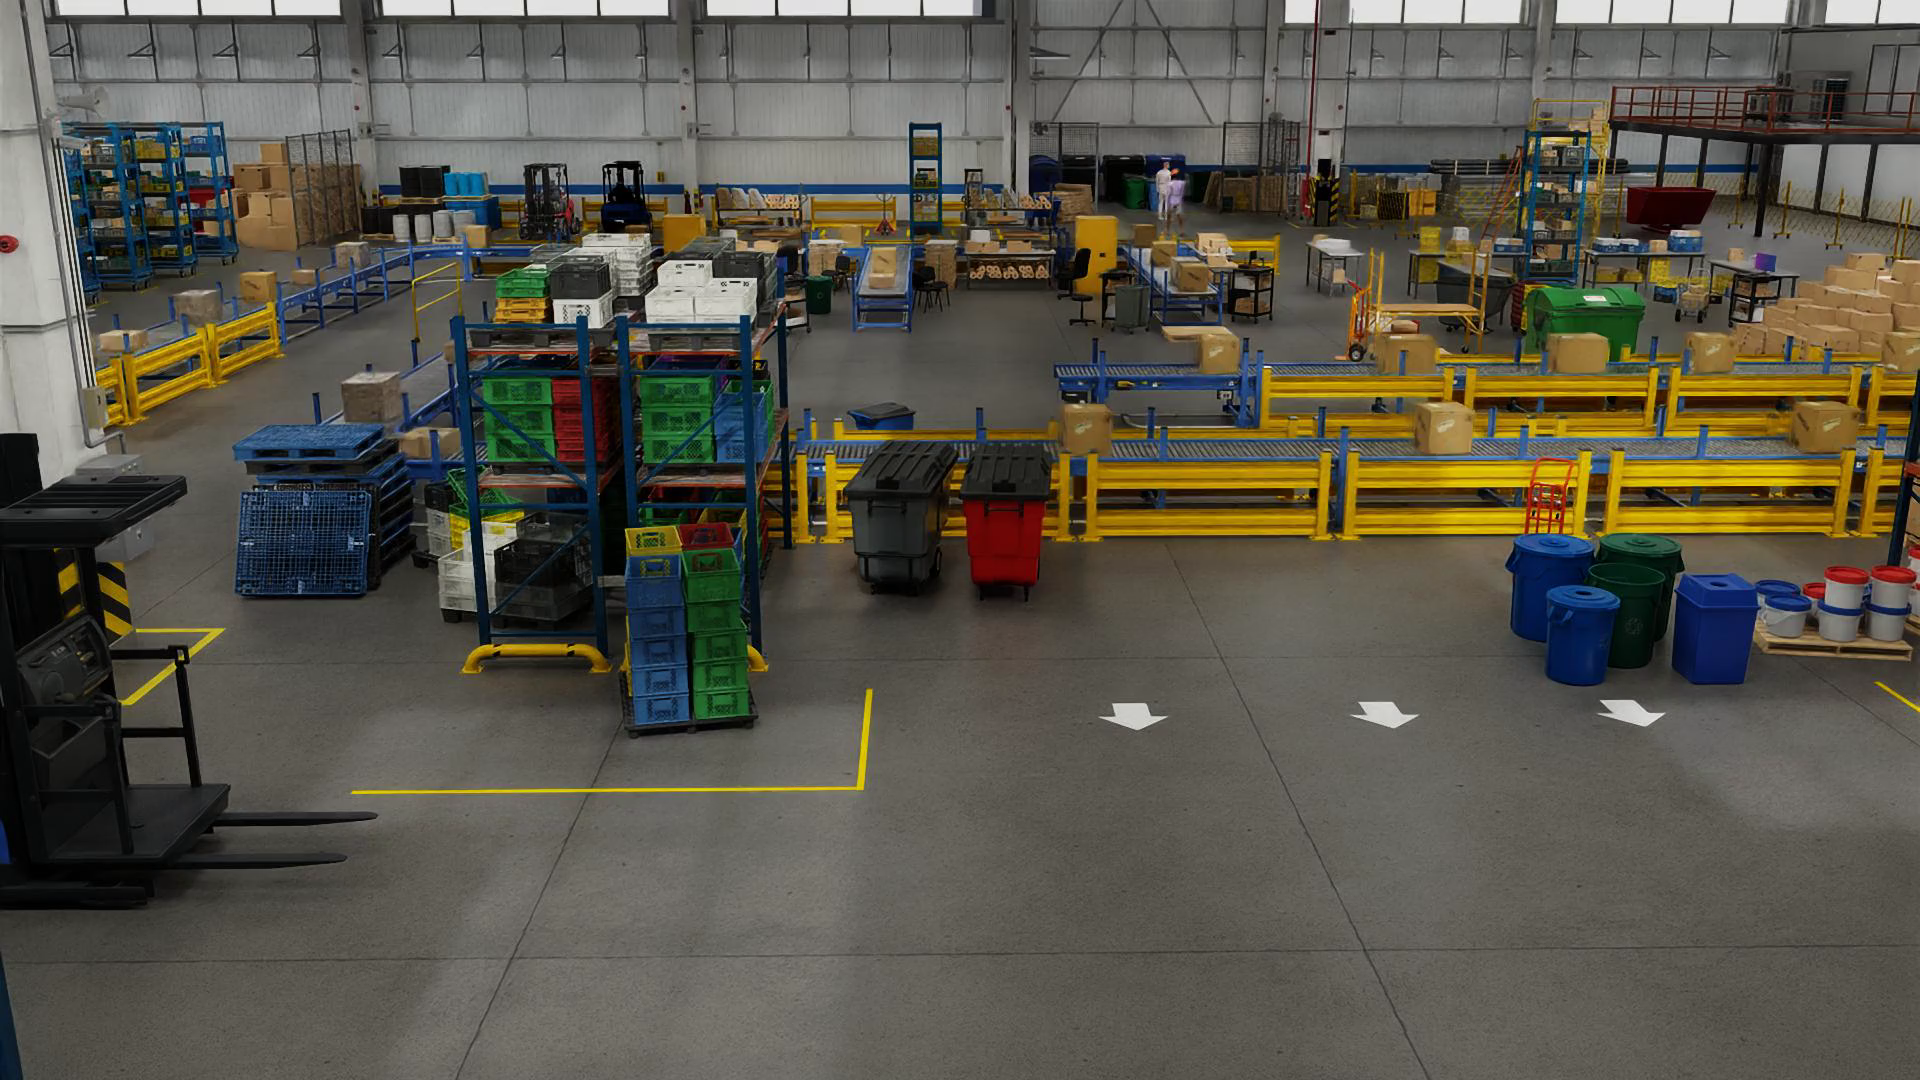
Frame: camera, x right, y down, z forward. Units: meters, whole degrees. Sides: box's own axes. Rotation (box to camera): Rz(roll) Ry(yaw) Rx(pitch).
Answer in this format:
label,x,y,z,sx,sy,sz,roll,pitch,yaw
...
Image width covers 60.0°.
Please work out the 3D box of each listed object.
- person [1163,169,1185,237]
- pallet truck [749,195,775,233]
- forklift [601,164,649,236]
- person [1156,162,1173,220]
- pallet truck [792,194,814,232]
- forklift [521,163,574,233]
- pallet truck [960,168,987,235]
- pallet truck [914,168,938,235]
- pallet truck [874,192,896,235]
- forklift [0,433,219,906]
label,x,y,z,sx,sy,sz,roll,pitch,yaw
person,6.447,-10.090,49.744,0.611,1.999,1.053,-5,17,-17
pallet truck,-6.051,-9.967,50.660,0.680,1.201,1.601,0,16,-1
forklift,-9.948,-10.127,49.296,1.157,1.987,2.680,-1,16,-3
person,6.763,-11.486,54.749,0.639,1.902,0.407,13,21,39
pallet truck,-4.814,-9.883,50.259,0.704,1.261,1.522,-1,16,-3
forklift,-12.233,-10.122,49.298,1.157,1.987,2.680,0,16,-1
pallet truck,0.383,-10.230,50.206,0.823,1.965,1.885,-1,16,-3
pallet truck,-0.989,-10.316,50.507,0.823,1.965,1.885,1,16,3
pallet truck,-2.277,-9.986,50.594,0.653,1.274,1.630,0,16,-1
forklift,-5.952,0.780,10.366,1.873,2.768,1.129,0,16,-1
